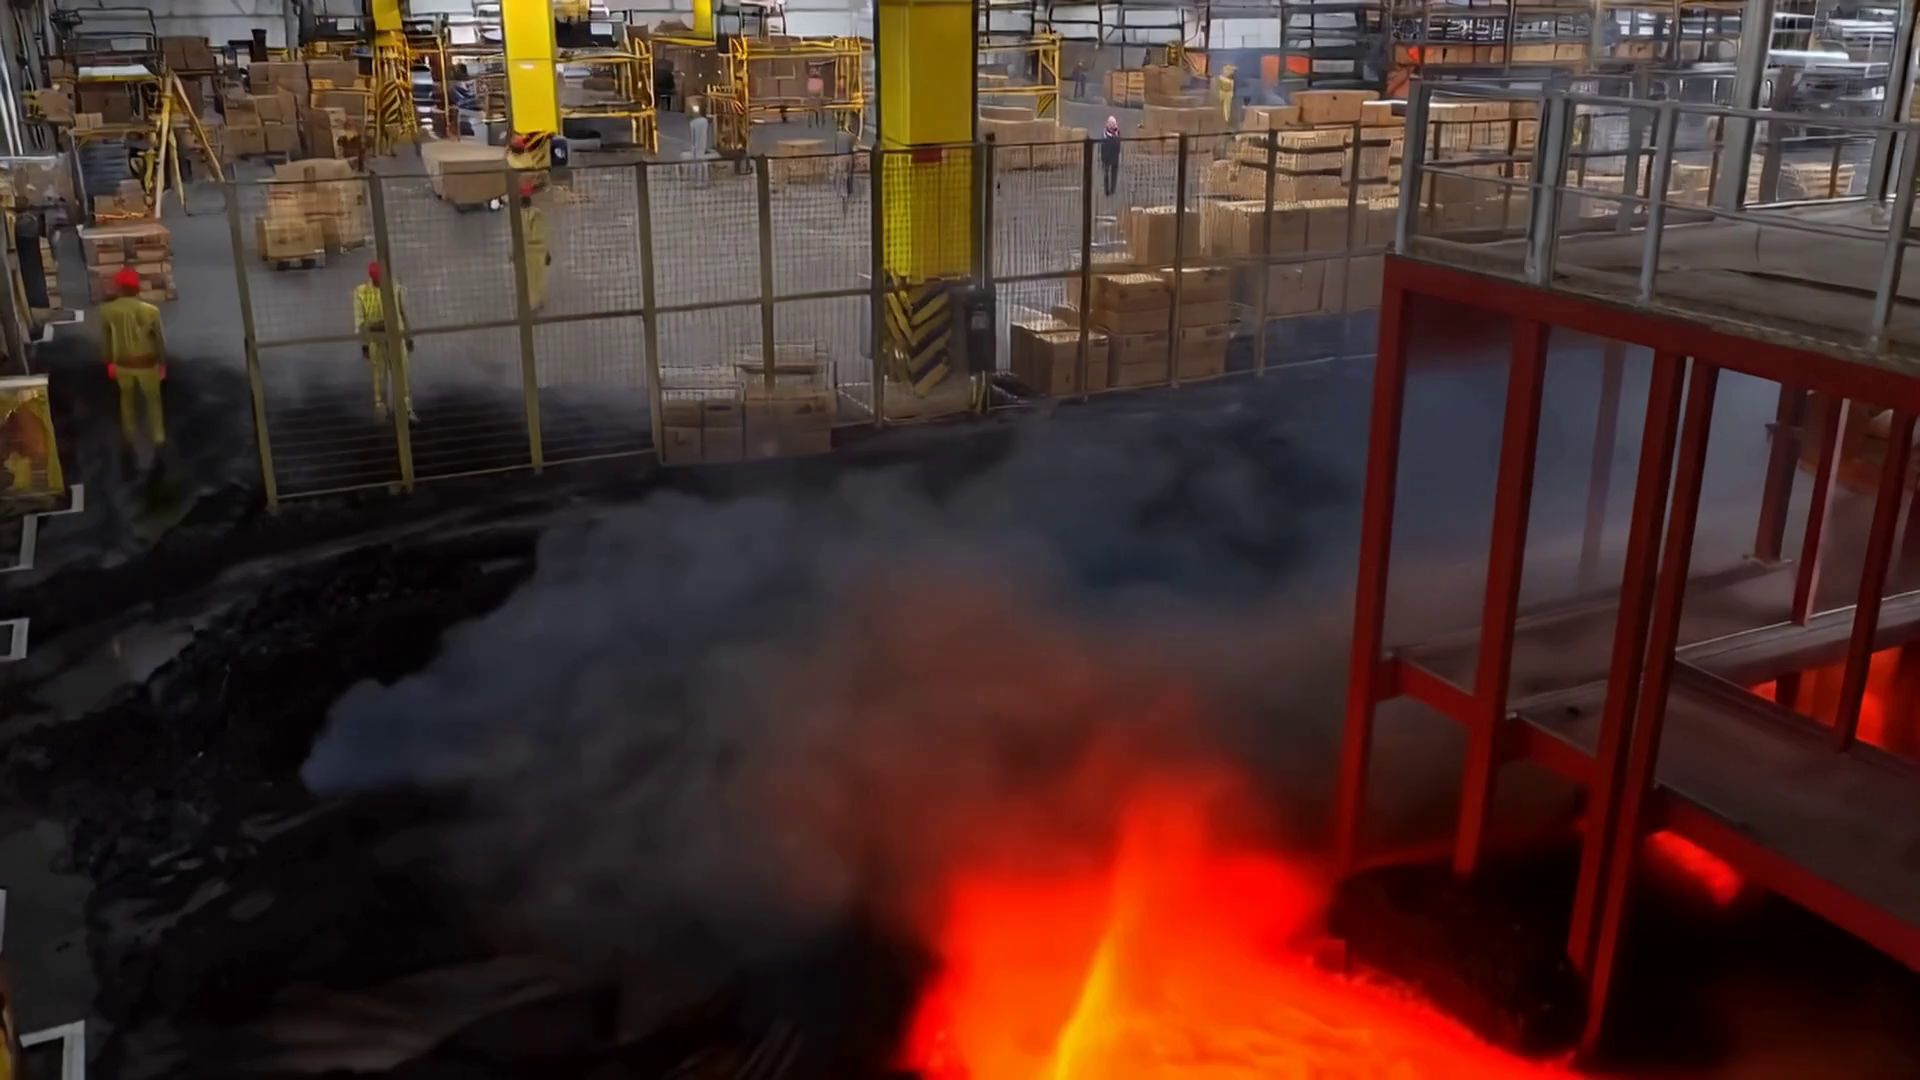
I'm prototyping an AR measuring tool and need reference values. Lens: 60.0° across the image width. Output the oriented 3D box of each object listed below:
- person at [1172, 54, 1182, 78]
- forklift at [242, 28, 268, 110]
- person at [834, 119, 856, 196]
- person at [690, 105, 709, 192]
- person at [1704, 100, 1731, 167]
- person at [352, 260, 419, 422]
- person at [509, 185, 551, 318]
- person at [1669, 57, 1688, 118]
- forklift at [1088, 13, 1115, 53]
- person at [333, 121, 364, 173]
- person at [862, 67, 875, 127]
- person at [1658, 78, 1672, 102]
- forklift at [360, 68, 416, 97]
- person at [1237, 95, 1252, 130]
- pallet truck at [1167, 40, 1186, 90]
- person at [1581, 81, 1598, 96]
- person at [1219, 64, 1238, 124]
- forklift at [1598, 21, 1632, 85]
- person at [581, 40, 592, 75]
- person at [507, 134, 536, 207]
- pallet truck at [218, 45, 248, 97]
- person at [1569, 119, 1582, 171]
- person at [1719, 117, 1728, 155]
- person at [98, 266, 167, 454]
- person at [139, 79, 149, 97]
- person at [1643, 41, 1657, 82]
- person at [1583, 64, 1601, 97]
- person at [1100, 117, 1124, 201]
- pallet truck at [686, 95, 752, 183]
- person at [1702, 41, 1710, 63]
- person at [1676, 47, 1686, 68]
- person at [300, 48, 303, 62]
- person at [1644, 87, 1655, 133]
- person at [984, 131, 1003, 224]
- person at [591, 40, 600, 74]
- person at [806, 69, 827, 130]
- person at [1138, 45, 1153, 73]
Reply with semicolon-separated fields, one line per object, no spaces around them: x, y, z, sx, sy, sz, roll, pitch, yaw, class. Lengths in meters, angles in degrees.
8.539;-18.308;65.610;0.514;1.645;0.309;-17;25;-40;person
-24.981;-16.906;59.677;1.873;2.768;1.129;-9;21;-25;forklift
-2.588;-8.613;37.440;0.535;1.691;0.321;7;20;18;person
-5.970;-8.946;38.024;0.370;1.940;0.631;7;20;20;person
18.666;-9.864;40.822;0.528;1.850;0.750;-3;19;-10;person
-6.477;-2.253;18.791;0.641;1.831;0.429;-16;24;-38;person
-6.290;-4.243;24.398;0.620;1.934;0.633;4;19;11;person
24.450;-15.424;56.716;0.612;1.997;0.375;6;20;16;person
7.097;-23.509;78.820;1.873;2.768;1.129;-9;21;-25;forklift
-12.622;-7.694;34.414;0.552;1.931;0.372;-9;21;-23;person
-2.915;-14.262;53.538;0.574;1.876;0.355;17;25;40;person
23.350;-14.719;55.284;0.821;1.593;0.506;-10;22;-27;person
-22.735;-18.935;65.560;1.129;2.768;1.873;13;23;33;forklift
7.187;-10.281;42.023;0.449;1.851;0.552;8;21;23;person
9.045;-19.971;69.895;0.823;1.965;1.885;-3;19;-8;pallet truck
18.052;-12.299;47.744;0.376;1.939;0.547;-9;21;-24;person
8.814;-14.626;54.564;0.640;1.883;0.629;2;19;5;person
26.146;-19.451;67.056;1.873;2.768;1.129;-9;21;-25;forklift
-16.199;-20.780;72.369;0.522;1.913;0.698;-11;22;-30;person
-8.439;-6.838;31.968;0.596;1.895;0.768;6;20;16;person
-28.879;-18.665;66.111;0.823;1.965;1.885;-3;19;-9;pallet truck
14.051;-9.017;38.327;0.634;1.872;0.544;-11;22;-30;person
16.150;-7.960;35.169;0.373;1.934;0.551;10;21;26;person
-8.673;-1.871;17.468;0.608;1.975;0.809;-5;20;-15;person
-25.142;-13.425;51.477;0.519;1.633;0.312;9;21;24;person
30.946;-21.586;74.599;0.631;1.990;1.067;-9;21;-24;person
19.807;-13.871;52.146;0.538;2.000;0.684;2;19;5;person
3.343;-8.424;36.731;0.535;1.795;0.962;1;19;3;person
-5.836;-9.608;39.856;0.823;1.965;1.885;10;22;27;pallet truck
32.062;-20.548;71.762;0.709;1.858;0.742;5;20;13;person
31.728;-20.857;73.091;0.490;1.583;0.883;-10;22;-27;person
-28.150;-20.553;71.708;0.647;1.912;0.794;0;19;1;person
19.184;-11.819;46.644;0.526;1.743;0.735;4;19;11;person
0.593;-7.241;33.261;0.628;1.829;0.453;7;20;20;person
-15.734;-20.567;71.734;0.547;1.924;0.547;-16;25;-38;person
-4.558;-13.877;52.414;0.584;1.882;0.972;9;21;24;person
7.874;-20.088;70.566;0.628;1.790;0.972;1;19;2;person
